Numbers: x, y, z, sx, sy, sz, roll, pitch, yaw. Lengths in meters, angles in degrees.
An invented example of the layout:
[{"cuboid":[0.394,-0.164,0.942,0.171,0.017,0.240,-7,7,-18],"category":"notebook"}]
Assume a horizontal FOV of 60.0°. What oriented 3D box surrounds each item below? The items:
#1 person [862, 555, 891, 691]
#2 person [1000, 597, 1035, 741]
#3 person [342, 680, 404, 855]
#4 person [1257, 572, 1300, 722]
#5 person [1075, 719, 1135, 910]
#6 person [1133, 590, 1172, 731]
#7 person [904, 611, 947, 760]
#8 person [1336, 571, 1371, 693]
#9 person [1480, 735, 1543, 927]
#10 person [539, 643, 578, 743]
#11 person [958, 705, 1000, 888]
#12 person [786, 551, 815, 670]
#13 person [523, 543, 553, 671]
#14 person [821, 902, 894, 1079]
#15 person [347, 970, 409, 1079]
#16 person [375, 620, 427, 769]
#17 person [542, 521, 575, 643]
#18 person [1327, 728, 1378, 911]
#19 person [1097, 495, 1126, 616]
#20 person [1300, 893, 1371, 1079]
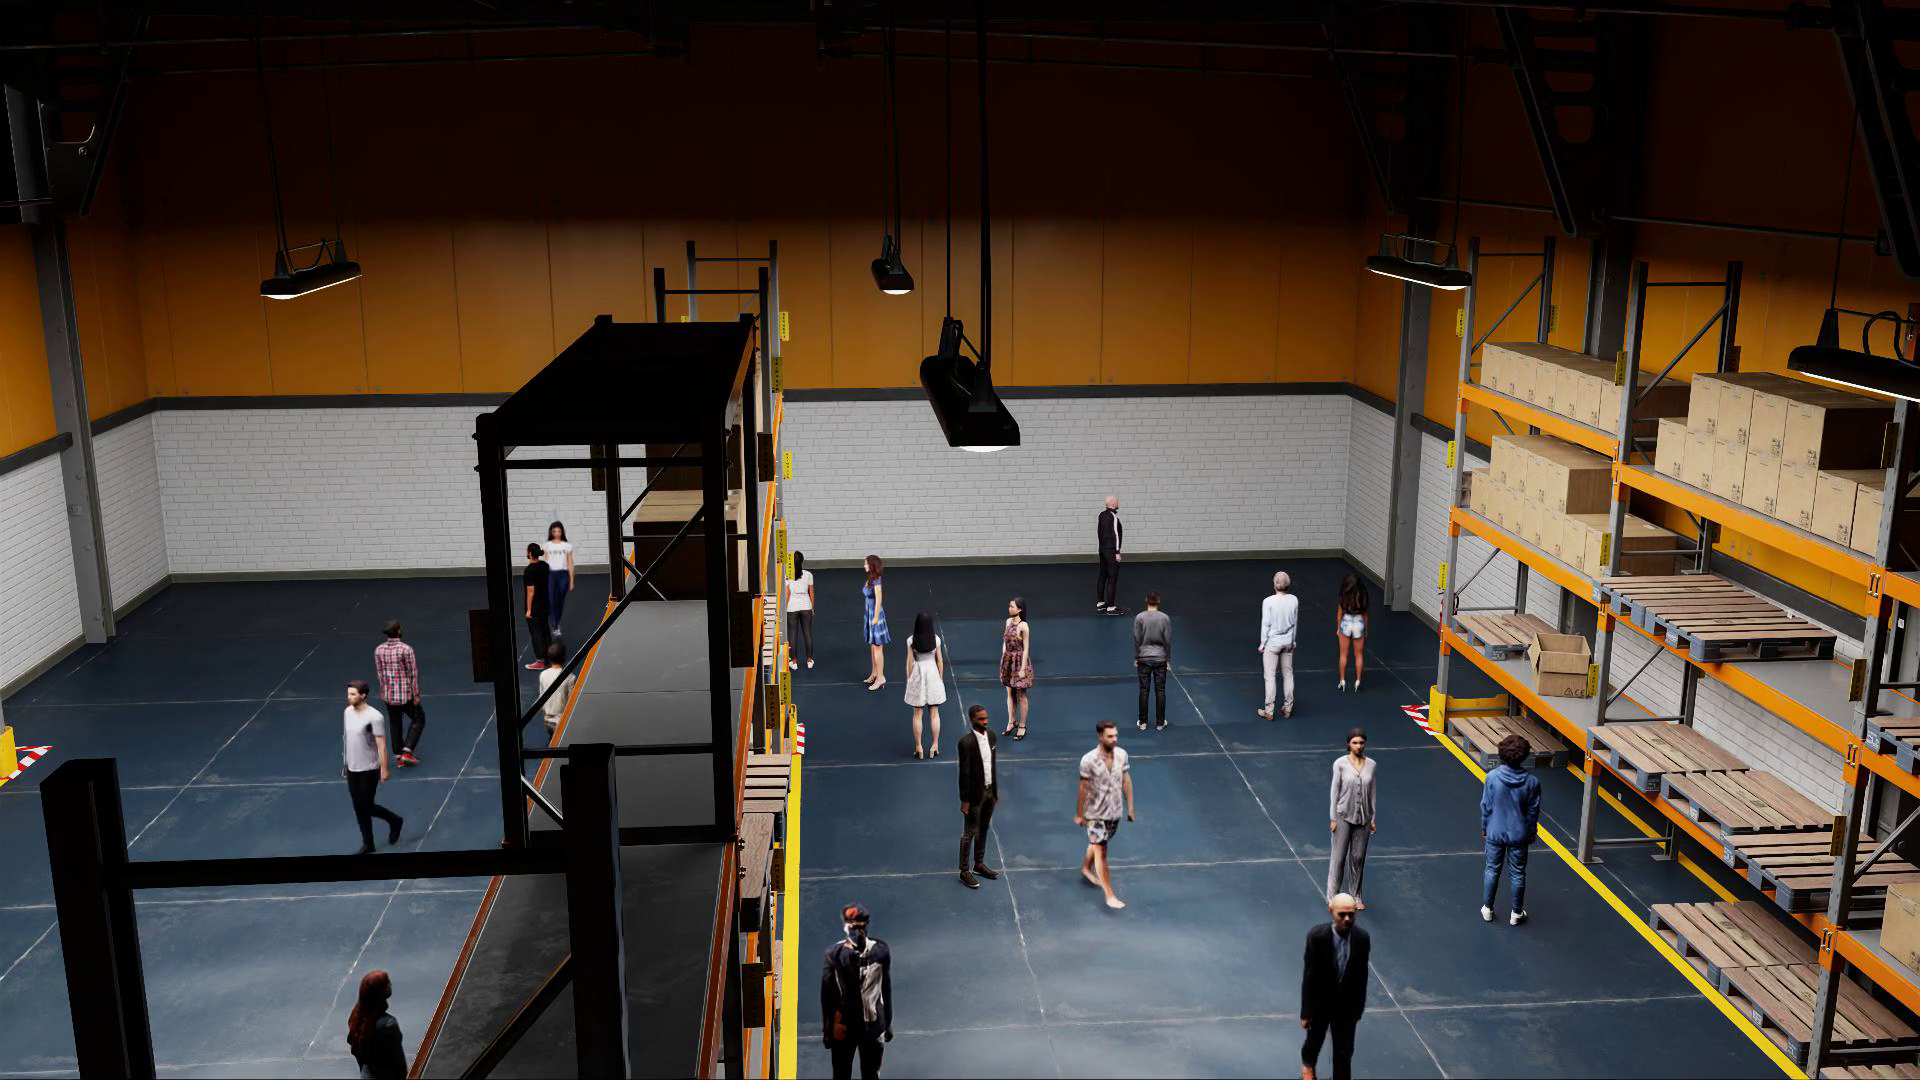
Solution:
[{"cuboid":[-1.143,1.074,21.960,0.759,1.806,0.554,-3,14,-14],"category":"person"},{"cuboid":[0.674,1.540,20.102,0.856,1.775,0.777,-10,17,-36],"category":"person"},{"cuboid":[-5.968,2.293,16.829,0.900,1.850,0.981,8,16,29],"category":"person"},{"cuboid":[3.995,1.311,20.792,0.693,1.894,0.638,-4,14,-15],"category":"person"},{"cuboid":[1.314,2.553,15.933,0.995,1.767,1.243,-8,16,-29],"category":"person"},{"cuboid":[2.362,1.467,20.432,0.666,1.760,0.621,2,14,9],"category":"person"},{"cuboid":[-0.415,1.688,19.491,0.630,1.774,0.609,-1,14,-5],"category":"person"},{"cuboid":[5.148,1.196,21.836,0.619,1.626,0.628,3,14,10],"category":"person"},{"cuboid":[5.070,2.667,15.371,0.763,1.810,0.747,6,15,23],"category":"person"},{"cuboid":[-4.372,2.016,18.069,0.766,1.806,0.751,5,14,18],"category":"person"},{"cuboid":[0.175,2.468,16.216,0.782,1.800,0.729,12,18,40],"category":"person"},{"cuboid":[-2.210,0.952,22.807,0.603,1.645,0.565,-4,14,-14],"category":"person"},{"cuboid":[-5.790,0.897,22.791,0.774,1.758,0.637,5,14,18],"category":"person"},{"cuboid":[-0.734,3.470,11.880,0.726,1.893,0.663,-4,14,-17],"category":"person"},{"cuboid":[-3.886,3.711,11.203,0.667,1.743,0.698,7,15,27],"category":"person"},{"cuboid":[-6.466,1.791,19.111,0.786,1.753,0.730,3,14,13],"category":"person"},{"cuboid":[-5.851,0.585,24.131,0.811,1.734,1.194,-4,14,-17],"category":"person"},{"cuboid":[3.686,2.614,15.668,0.582,1.774,0.523,-1,14,-4],"category":"person"},{"cuboid":[2.281,0.209,25.466,0.803,1.837,0.645,-6,15,-25],"category":"person"},{"cuboid":[2.734,3.419,12.339,0.782,1.777,1.247,1,14,3],"category":"person"}]
